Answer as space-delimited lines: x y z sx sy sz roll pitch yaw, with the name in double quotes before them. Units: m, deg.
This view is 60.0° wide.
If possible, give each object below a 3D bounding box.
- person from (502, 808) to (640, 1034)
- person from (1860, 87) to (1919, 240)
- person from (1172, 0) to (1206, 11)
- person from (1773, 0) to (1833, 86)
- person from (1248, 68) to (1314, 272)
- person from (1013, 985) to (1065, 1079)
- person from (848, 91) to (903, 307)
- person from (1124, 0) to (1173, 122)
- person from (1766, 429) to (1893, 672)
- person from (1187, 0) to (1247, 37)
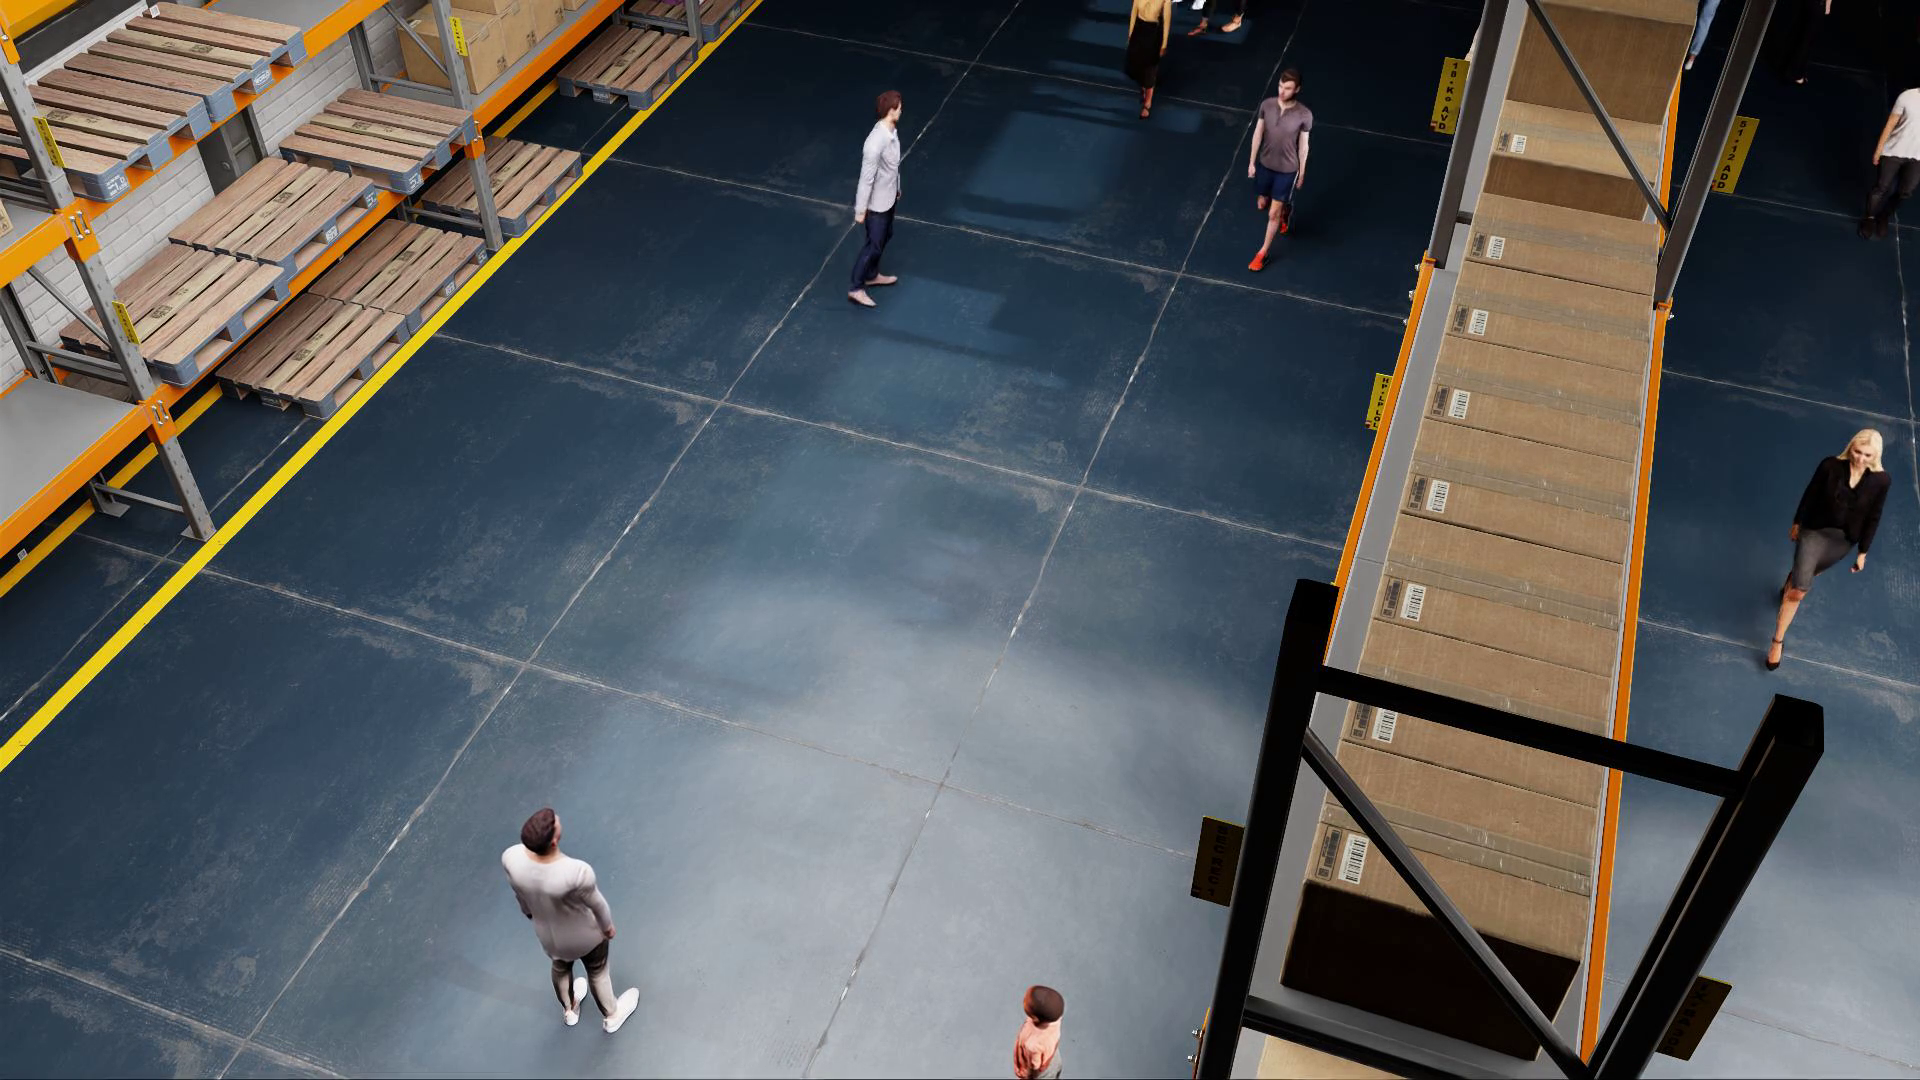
"person" -2.056 1.995 8.723 0.684 1.840 0.579 10 45 11
"person" 8.259 -3.443 14.527 0.645 1.707 0.578 12 45 13
"person" 2.607 -6.570 17.794 0.736 1.729 0.716 -31 52 -28
"person" 8.549 -5.376 16.592 0.708 1.658 0.569 -1 44 -1
"person" 2.767 -3.214 14.198 0.820 1.829 1.084 26 49 25
"person" 0.406 2.652 8.417 0.571 1.310 0.424 18 47 18
"person" -0.732 -2.832 13.814 0.895 1.808 0.591 21 48 21
"person" 1.848 -4.850 16.050 0.653 1.643 0.707 23 48 22
"person" 5.673 -0.035 10.886 0.644 1.795 1.141 16 46 17
"person" 2.931 -6.097 17.257 1.072 1.785 0.942 -27 50 -25
